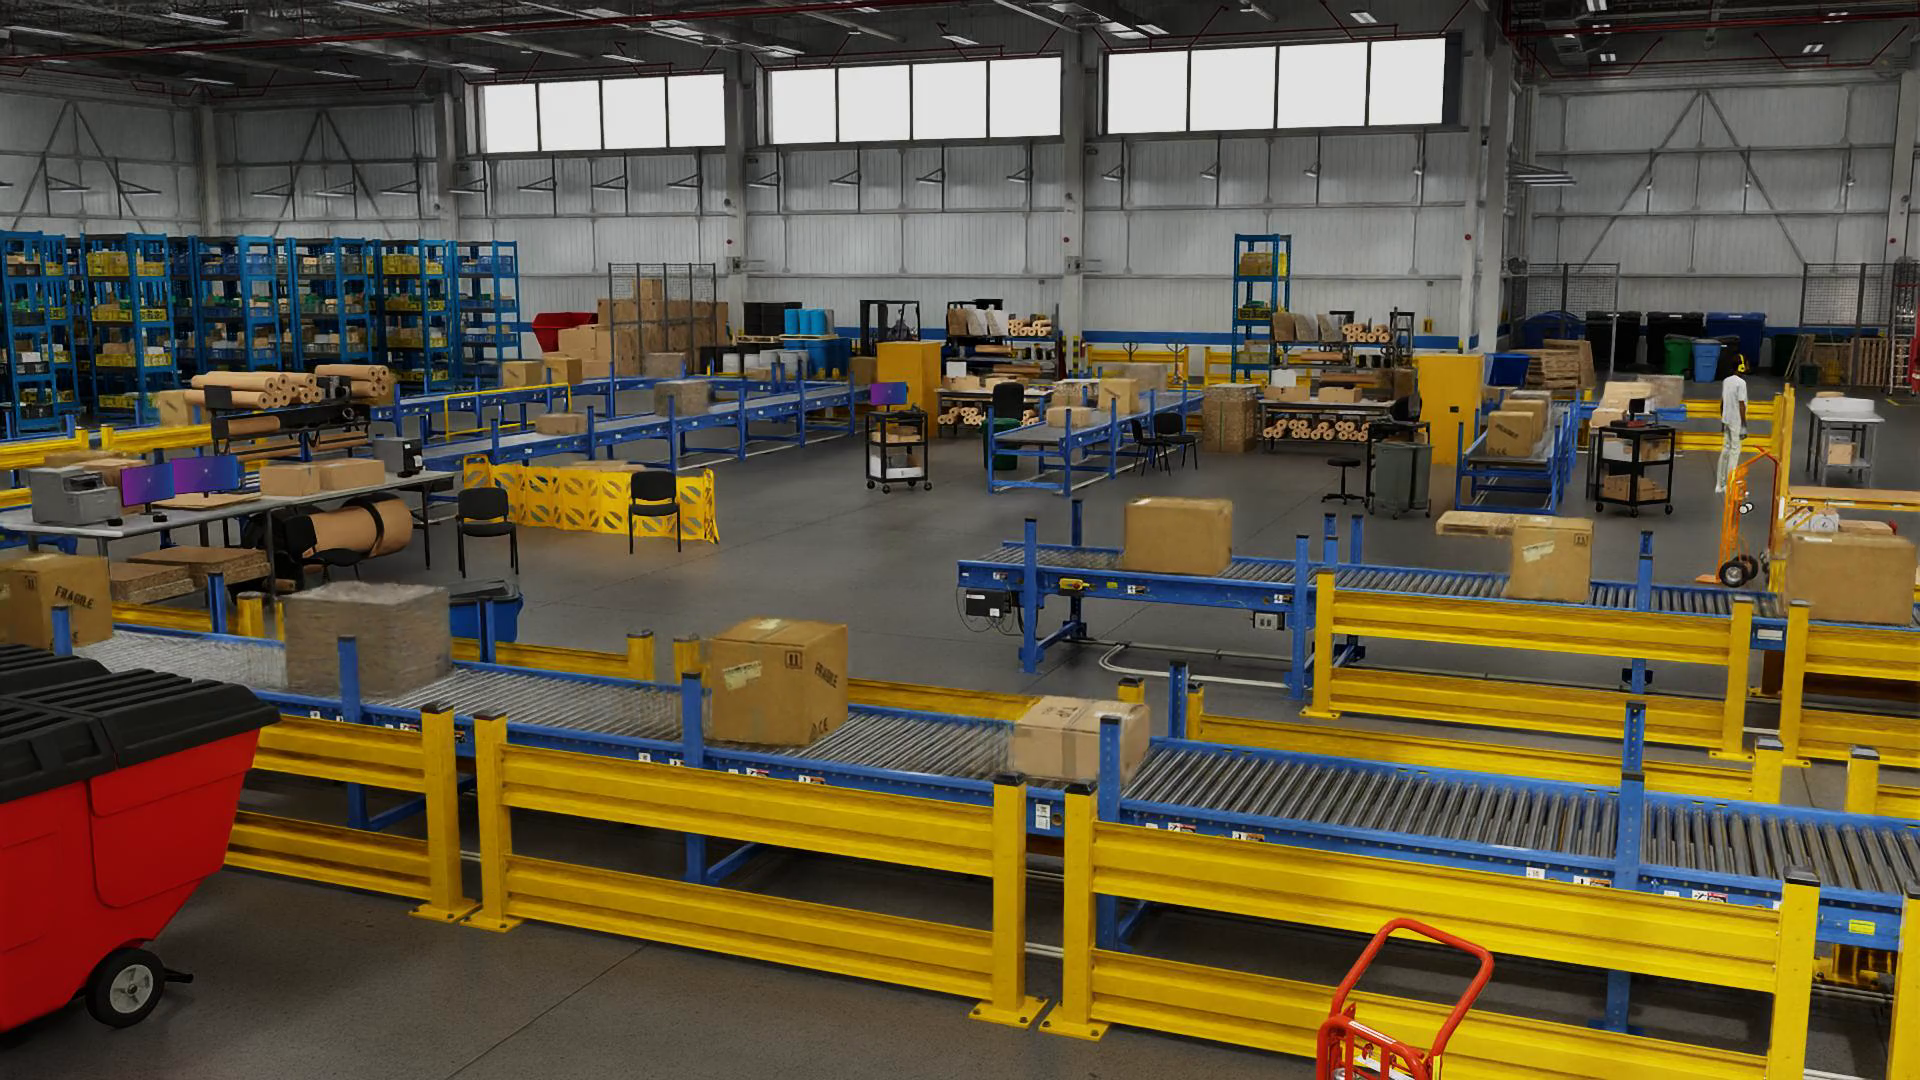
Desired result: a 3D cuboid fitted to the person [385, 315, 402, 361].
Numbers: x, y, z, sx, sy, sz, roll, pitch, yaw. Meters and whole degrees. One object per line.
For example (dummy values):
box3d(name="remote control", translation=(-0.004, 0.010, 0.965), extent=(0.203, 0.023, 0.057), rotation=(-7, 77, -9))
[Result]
box3d(name="person", translation=(-16.239, -5.830, 47.795), extent=(0.608, 1.986, 0.400), rotation=(5, 11, 30))

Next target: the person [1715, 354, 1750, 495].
box3d(name="person", translation=(10.292, -1.531, 22.076), extent=(0.319, 1.870, 0.532), rotation=(-1, 9, -6))

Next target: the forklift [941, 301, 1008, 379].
box3d(name="forklift", translation=(0.365, -4.966, 41.571), extent=(1.157, 1.987, 2.680), rotation=(3, 10, 20))

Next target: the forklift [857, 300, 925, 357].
box3d(name="forklift", translation=(-1.732, -5.109, 42.468), extent=(1.157, 1.987, 2.680), rotation=(4, 10, 22))

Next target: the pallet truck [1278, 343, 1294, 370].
box3d(name="pallet truck", translation=(7.886, -4.163, 39.743), extent=(0.653, 1.274, 1.630), rotation=(4, 10, 22))

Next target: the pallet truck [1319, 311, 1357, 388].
box3d(name="pallet truck", translation=(9.071, -4.419, 39.190), extent=(0.823, 1.965, 1.885), rotation=(5, 10, 26))

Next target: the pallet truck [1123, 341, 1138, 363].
box3d(name="pallet truck", translation=(4.445, -4.380, 41.279), extent=(0.680, 1.201, 1.601), rotation=(4, 10, 22))

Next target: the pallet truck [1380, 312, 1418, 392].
box3d(name="pallet truck", translation=(10.207, -4.283, 38.369), extent=(0.823, 1.965, 1.885), rotation=(3, 10, 20))

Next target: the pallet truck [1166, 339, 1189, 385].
box3d(name="pallet truck", translation=(5.418, -4.269, 40.420), extent=(0.704, 1.261, 1.522), rotation=(3, 10, 20))
